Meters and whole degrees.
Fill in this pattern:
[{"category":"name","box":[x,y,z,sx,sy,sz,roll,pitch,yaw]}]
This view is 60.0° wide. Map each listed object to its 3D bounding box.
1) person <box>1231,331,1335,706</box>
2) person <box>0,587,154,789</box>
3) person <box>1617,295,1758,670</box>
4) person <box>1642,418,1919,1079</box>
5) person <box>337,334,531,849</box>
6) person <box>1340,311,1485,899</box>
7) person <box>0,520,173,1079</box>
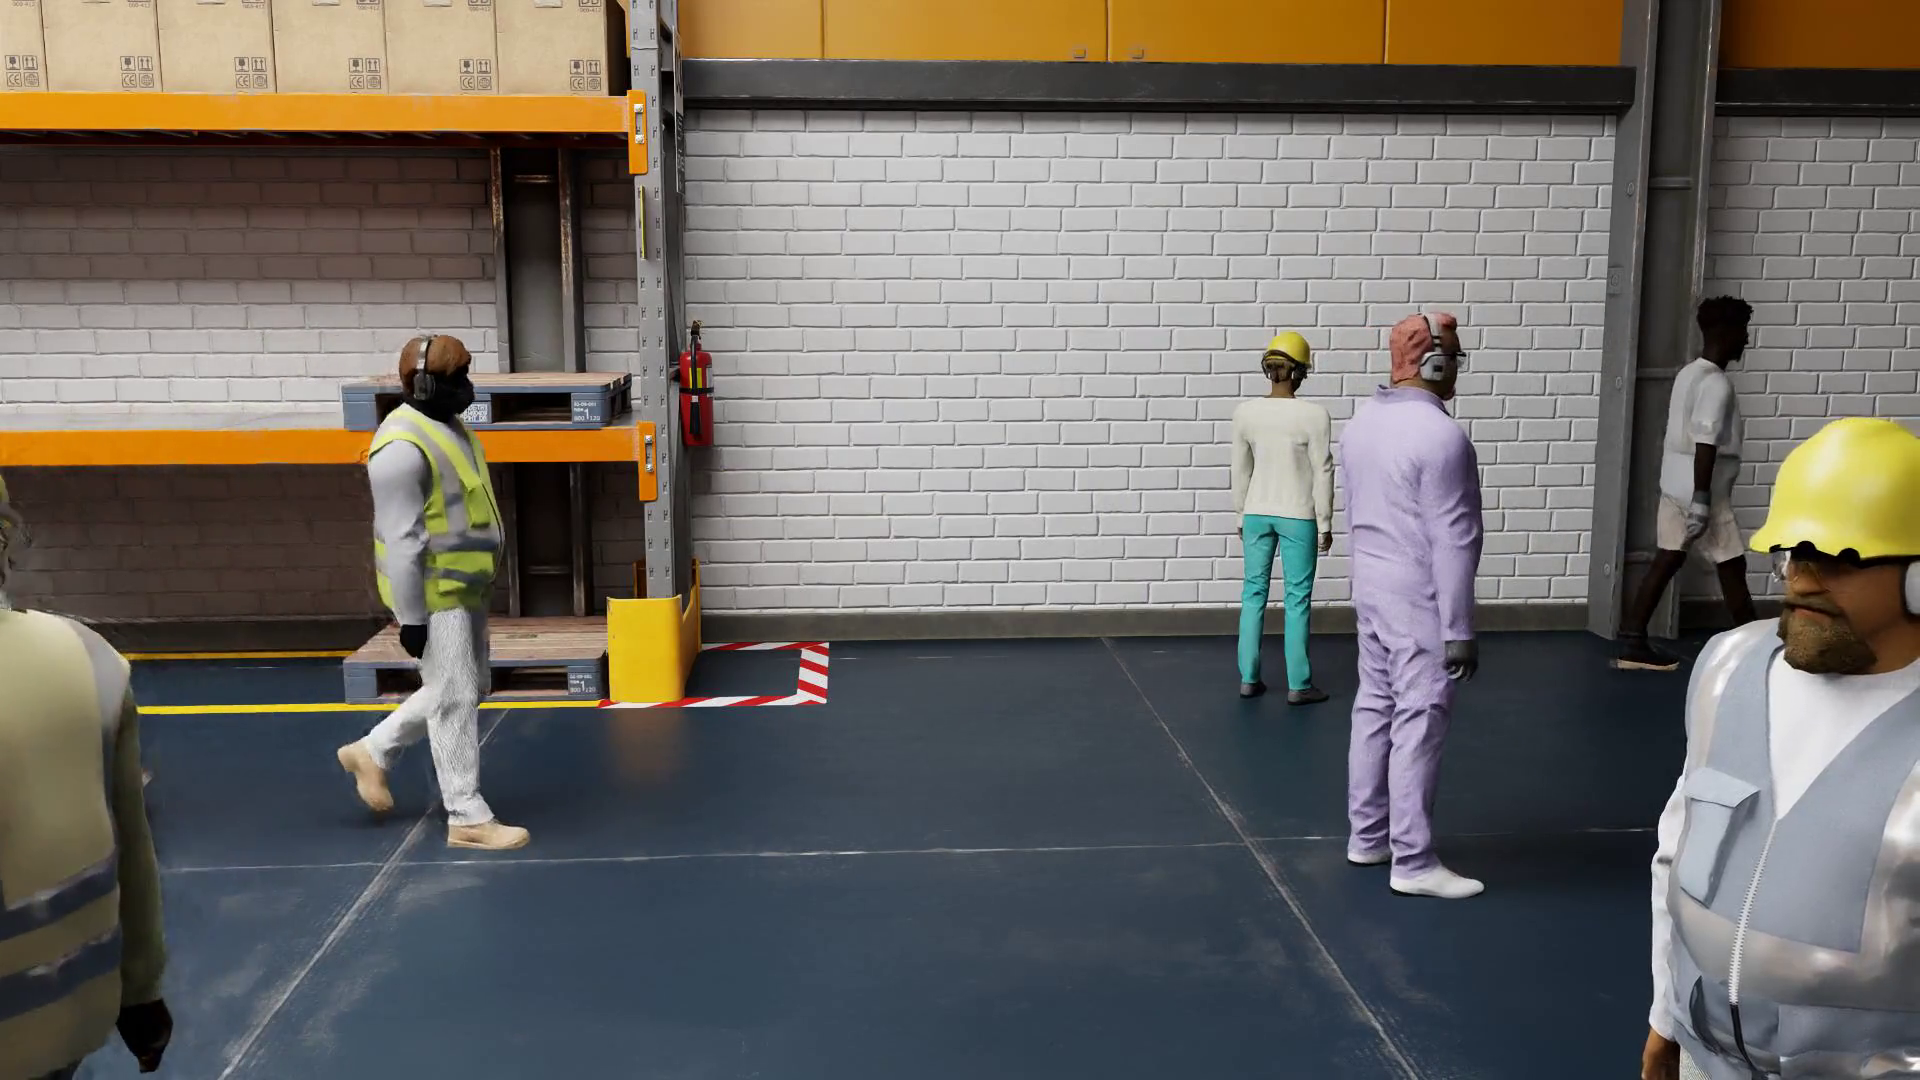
[{"category":"person","box":[1.527,-0.100,7.862,0.522,1.765,0.317,7,11,37]},{"category":"person","box":[-3.432,0.169,5.782,1.025,1.882,0.649,-3,10,-18]},{"category":"person","box":[3.822,-0.257,8.345,0.928,1.915,0.630,1,9,8]},{"category":"person","box":[1.226,0.738,2.384,0.403,1.830,0.591,-5,10,-29]},{"category":"person","box":[-1.897,0.188,5.860,0.660,1.829,0.630,0,9,2]},{"category":"person","box":[1.503,0.210,5.464,0.408,1.907,0.643,-2,9,-14]},{"category":"person","box":[-1.537,0.729,2.519,0.555,1.803,0.584,1,9,7]}]
